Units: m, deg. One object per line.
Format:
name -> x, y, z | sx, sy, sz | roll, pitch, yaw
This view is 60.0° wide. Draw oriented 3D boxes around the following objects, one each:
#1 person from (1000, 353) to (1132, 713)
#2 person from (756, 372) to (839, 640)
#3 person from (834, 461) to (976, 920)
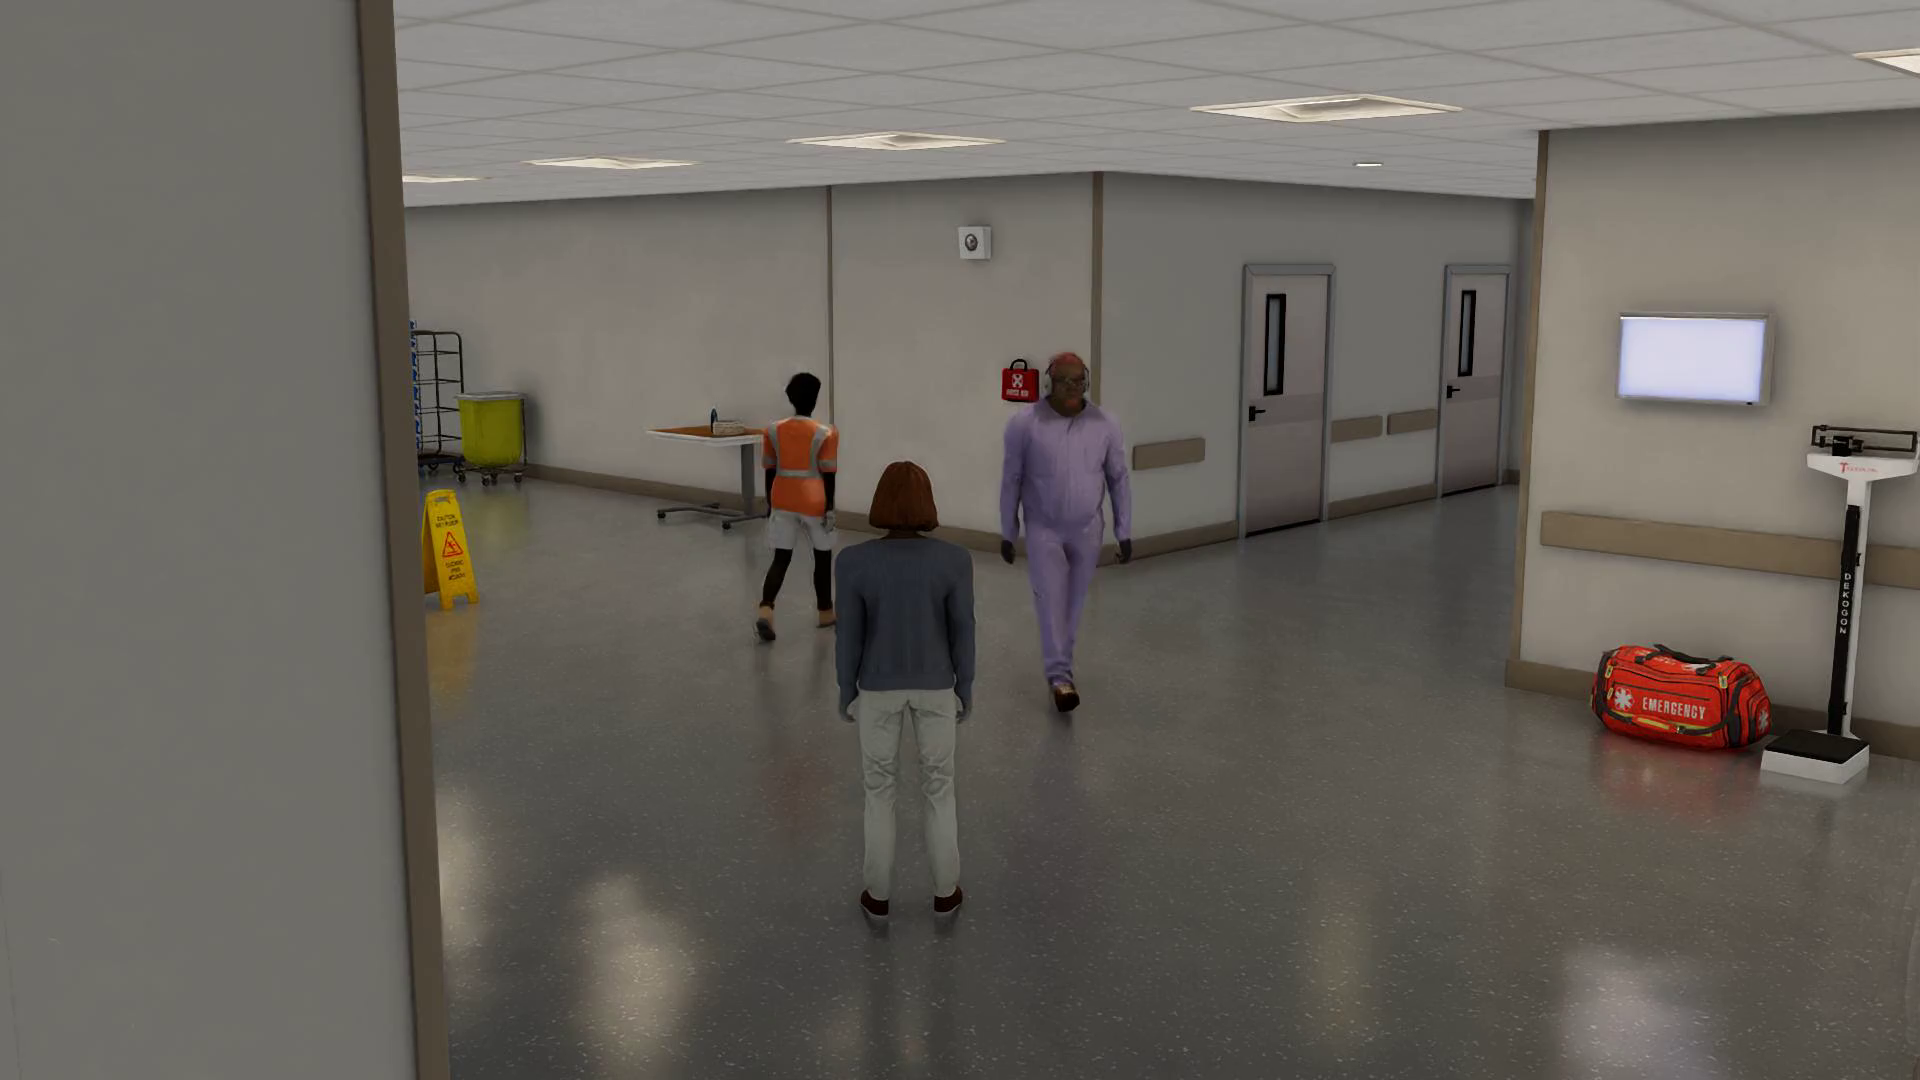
person -> 0.581, -0.044, 8.724 | 0.676, 1.852, 0.976 | -2, 9, -12
person -> -1.025, -0.216, 10.397 | 0.536, 1.665, 0.841 | 3, 10, 19
person -> -0.192, 0.535, 5.875 | 0.497, 1.633, 0.283 | 0, 9, -3
